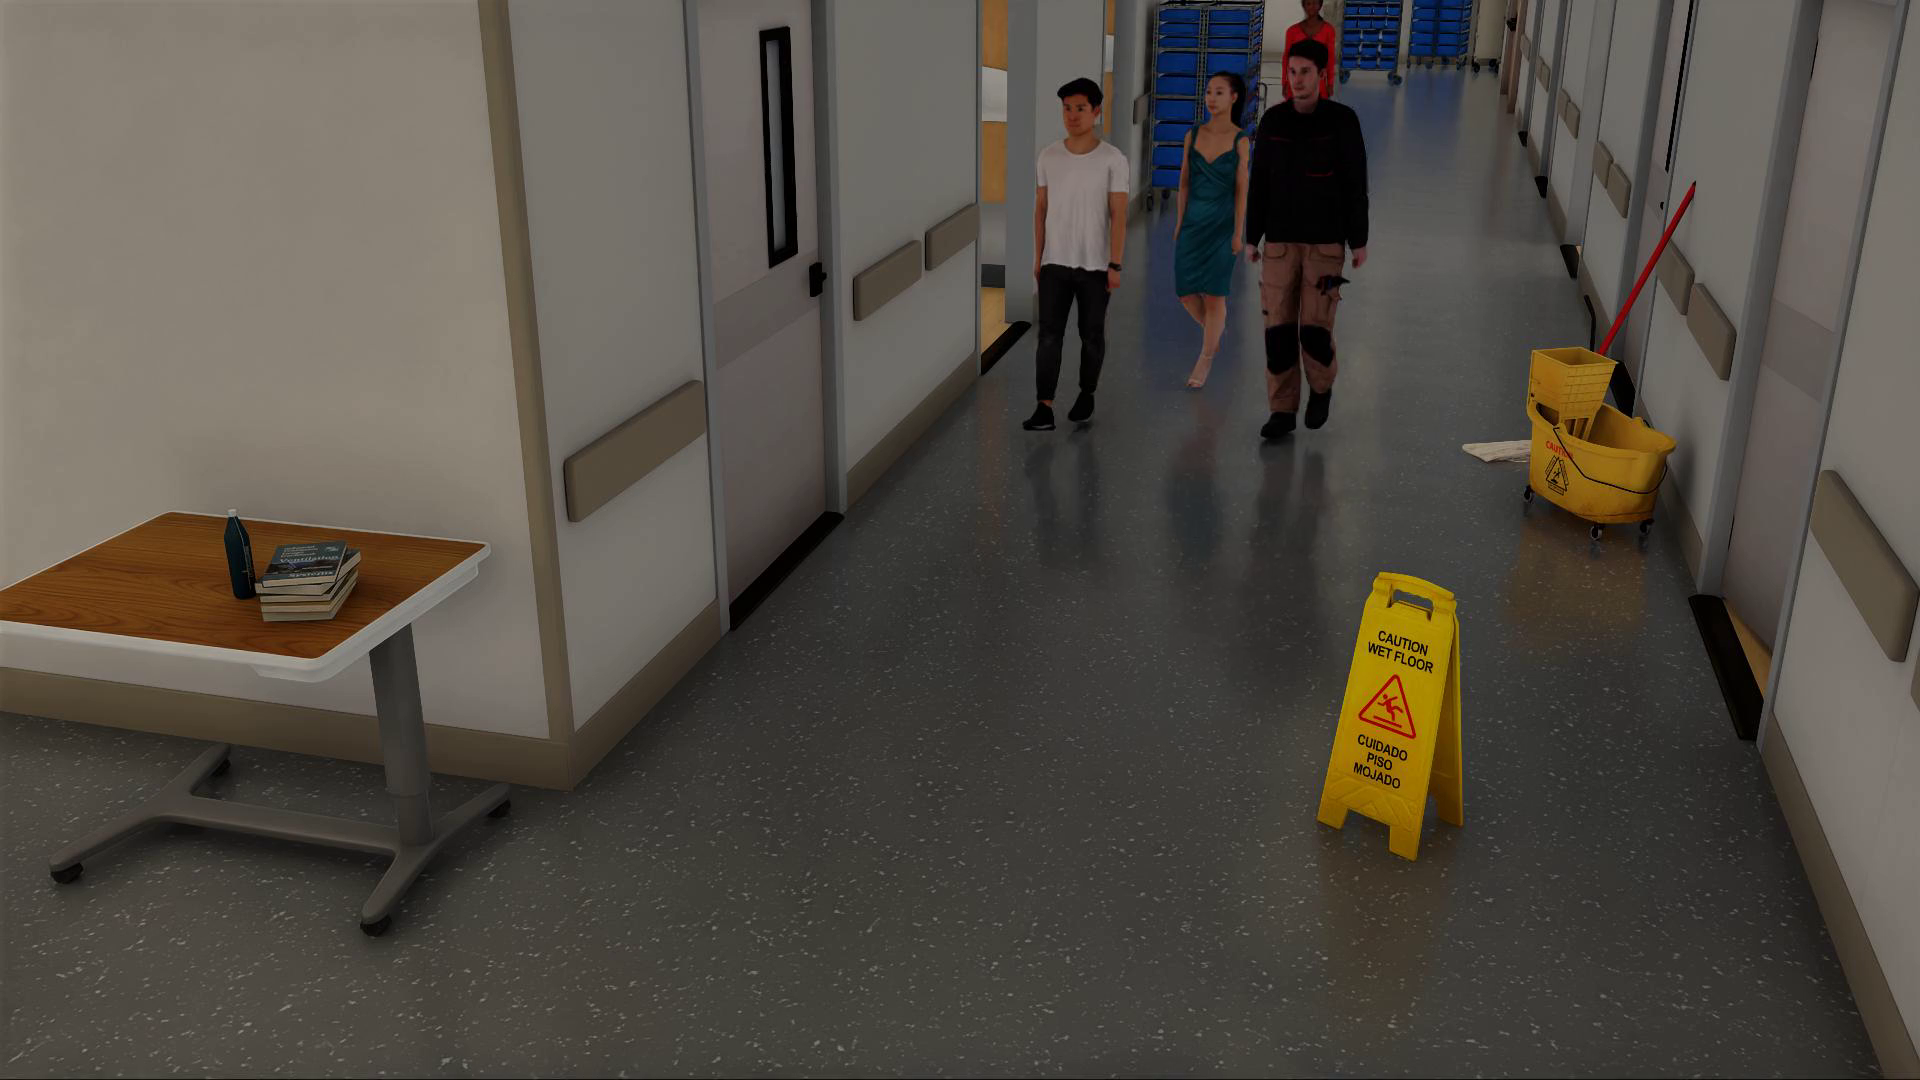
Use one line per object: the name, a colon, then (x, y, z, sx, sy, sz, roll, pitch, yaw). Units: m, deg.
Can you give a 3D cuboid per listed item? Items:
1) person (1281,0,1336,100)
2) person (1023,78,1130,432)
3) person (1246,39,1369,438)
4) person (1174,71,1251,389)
person: (3.263, -4.203, 15.550, 0.630, 1.773, 0.662, 5, 21, 13)
person: (0.615, -1.402, 8.215, 0.720, 1.700, 0.952, 8, 22, 20)
person: (1.693, -1.430, 8.038, 0.818, 1.909, 0.797, 12, 24, 29)
person: (1.385, -1.662, 8.977, 0.664, 1.677, 0.745, 12, 24, 29)
